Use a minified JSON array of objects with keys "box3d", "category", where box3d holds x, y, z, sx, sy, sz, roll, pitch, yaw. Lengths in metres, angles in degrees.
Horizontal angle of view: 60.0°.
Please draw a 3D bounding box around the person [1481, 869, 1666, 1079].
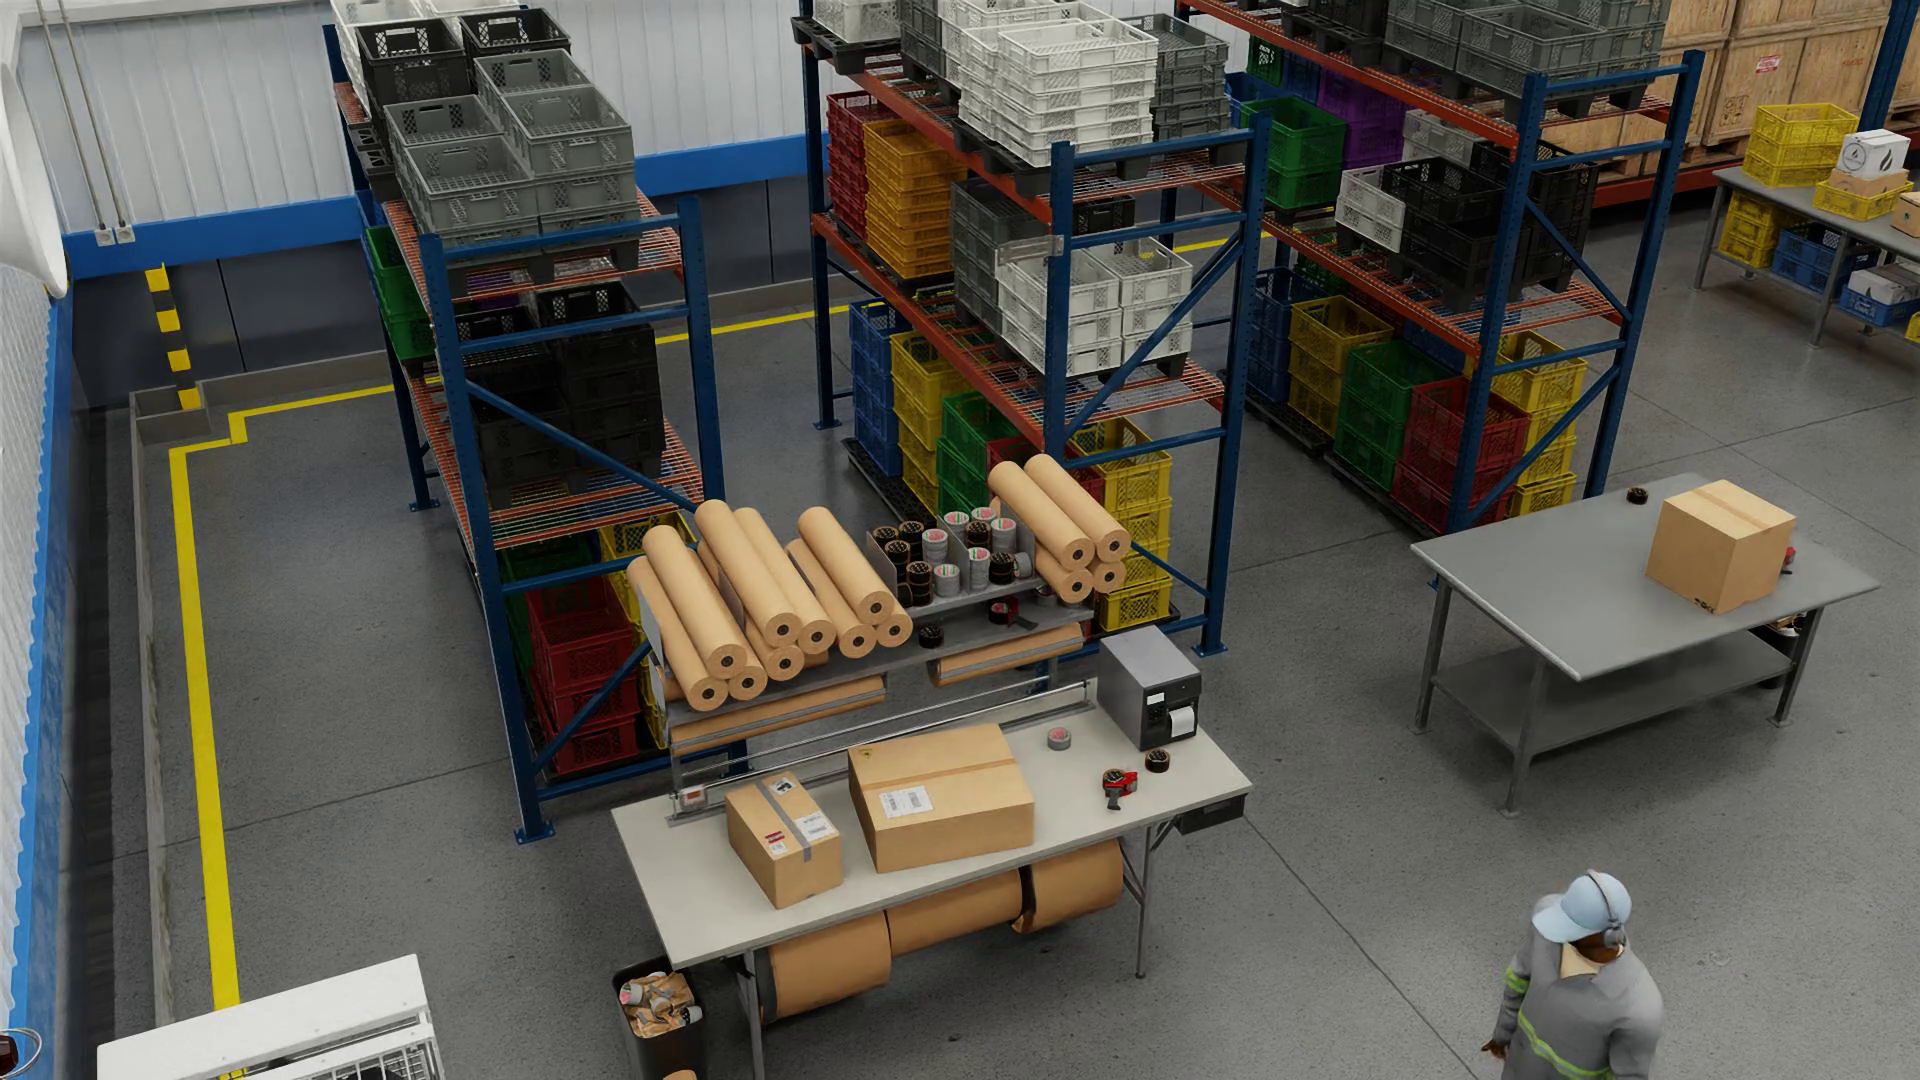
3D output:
[{"box3d":[1.964,1.798,5.545,0.403,1.847,0.587,-11,33,-18],"category":"person"}]
